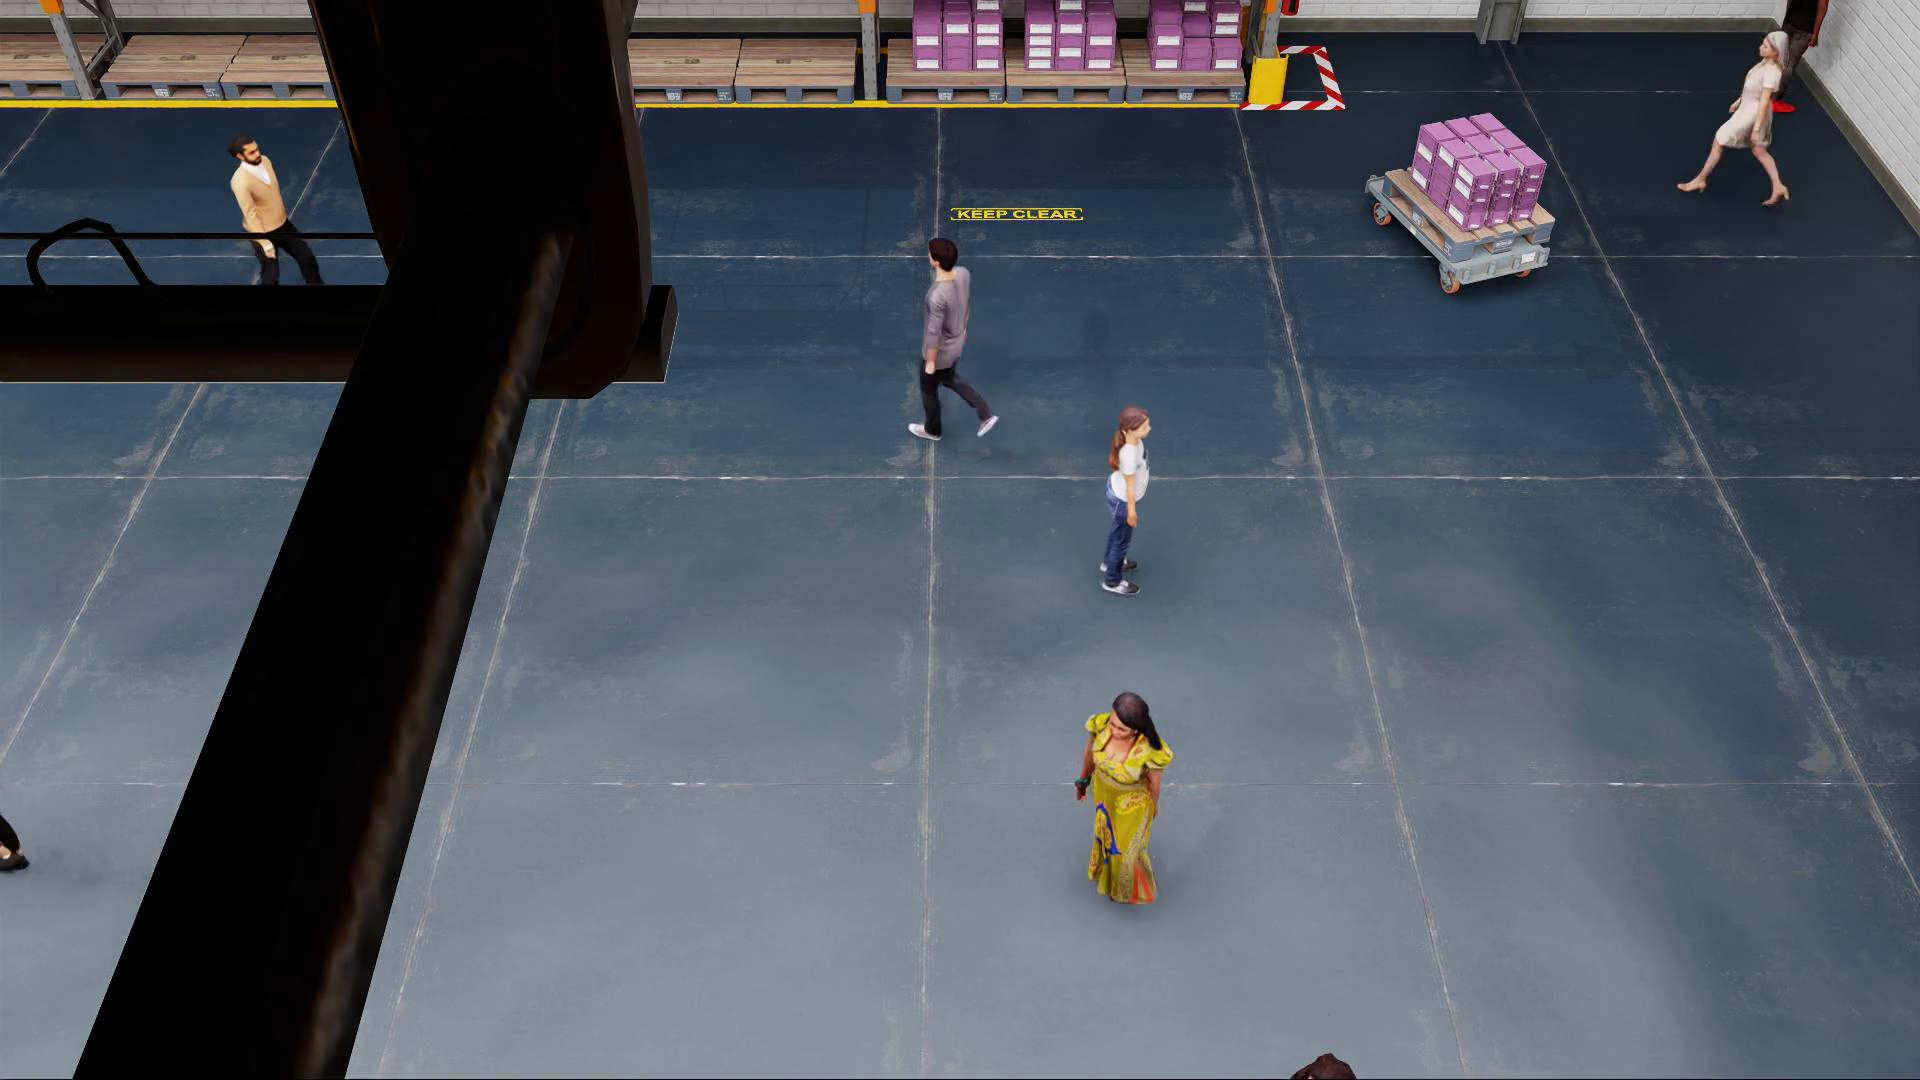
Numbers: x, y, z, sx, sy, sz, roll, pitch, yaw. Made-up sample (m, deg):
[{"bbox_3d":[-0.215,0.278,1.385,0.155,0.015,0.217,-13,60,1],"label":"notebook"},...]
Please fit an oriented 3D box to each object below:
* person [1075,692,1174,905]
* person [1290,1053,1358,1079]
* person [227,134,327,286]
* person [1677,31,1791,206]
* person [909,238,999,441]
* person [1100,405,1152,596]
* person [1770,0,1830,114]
[{"bbox_3d":[0.982,1.406,9.599,0.917,1.644,0.994,29,51,27],"label":"person"},{"bbox_3d":[1.673,2.956,7.991,0.766,1.617,0.716,-30,51,-27],"label":"person"},{"bbox_3d":[-5.747,-2.560,13.696,1.013,1.733,0.831,10,45,11],"label":"person"},{"bbox_3d":[7.226,-3.743,14.970,1.266,1.689,0.973,20,47,20],"label":"person"},{"bbox_3d":[-0.055,-1.434,12.443,1.075,1.832,0.946,20,47,20],"label":"person"},{"bbox_3d":[1.140,-0.305,11.453,0.506,1.562,0.533,1,44,2],"label":"person"},{"bbox_3d":[8.242,-5.096,16.307,0.603,1.804,0.695,-9,44,-9],"label":"person"}]
